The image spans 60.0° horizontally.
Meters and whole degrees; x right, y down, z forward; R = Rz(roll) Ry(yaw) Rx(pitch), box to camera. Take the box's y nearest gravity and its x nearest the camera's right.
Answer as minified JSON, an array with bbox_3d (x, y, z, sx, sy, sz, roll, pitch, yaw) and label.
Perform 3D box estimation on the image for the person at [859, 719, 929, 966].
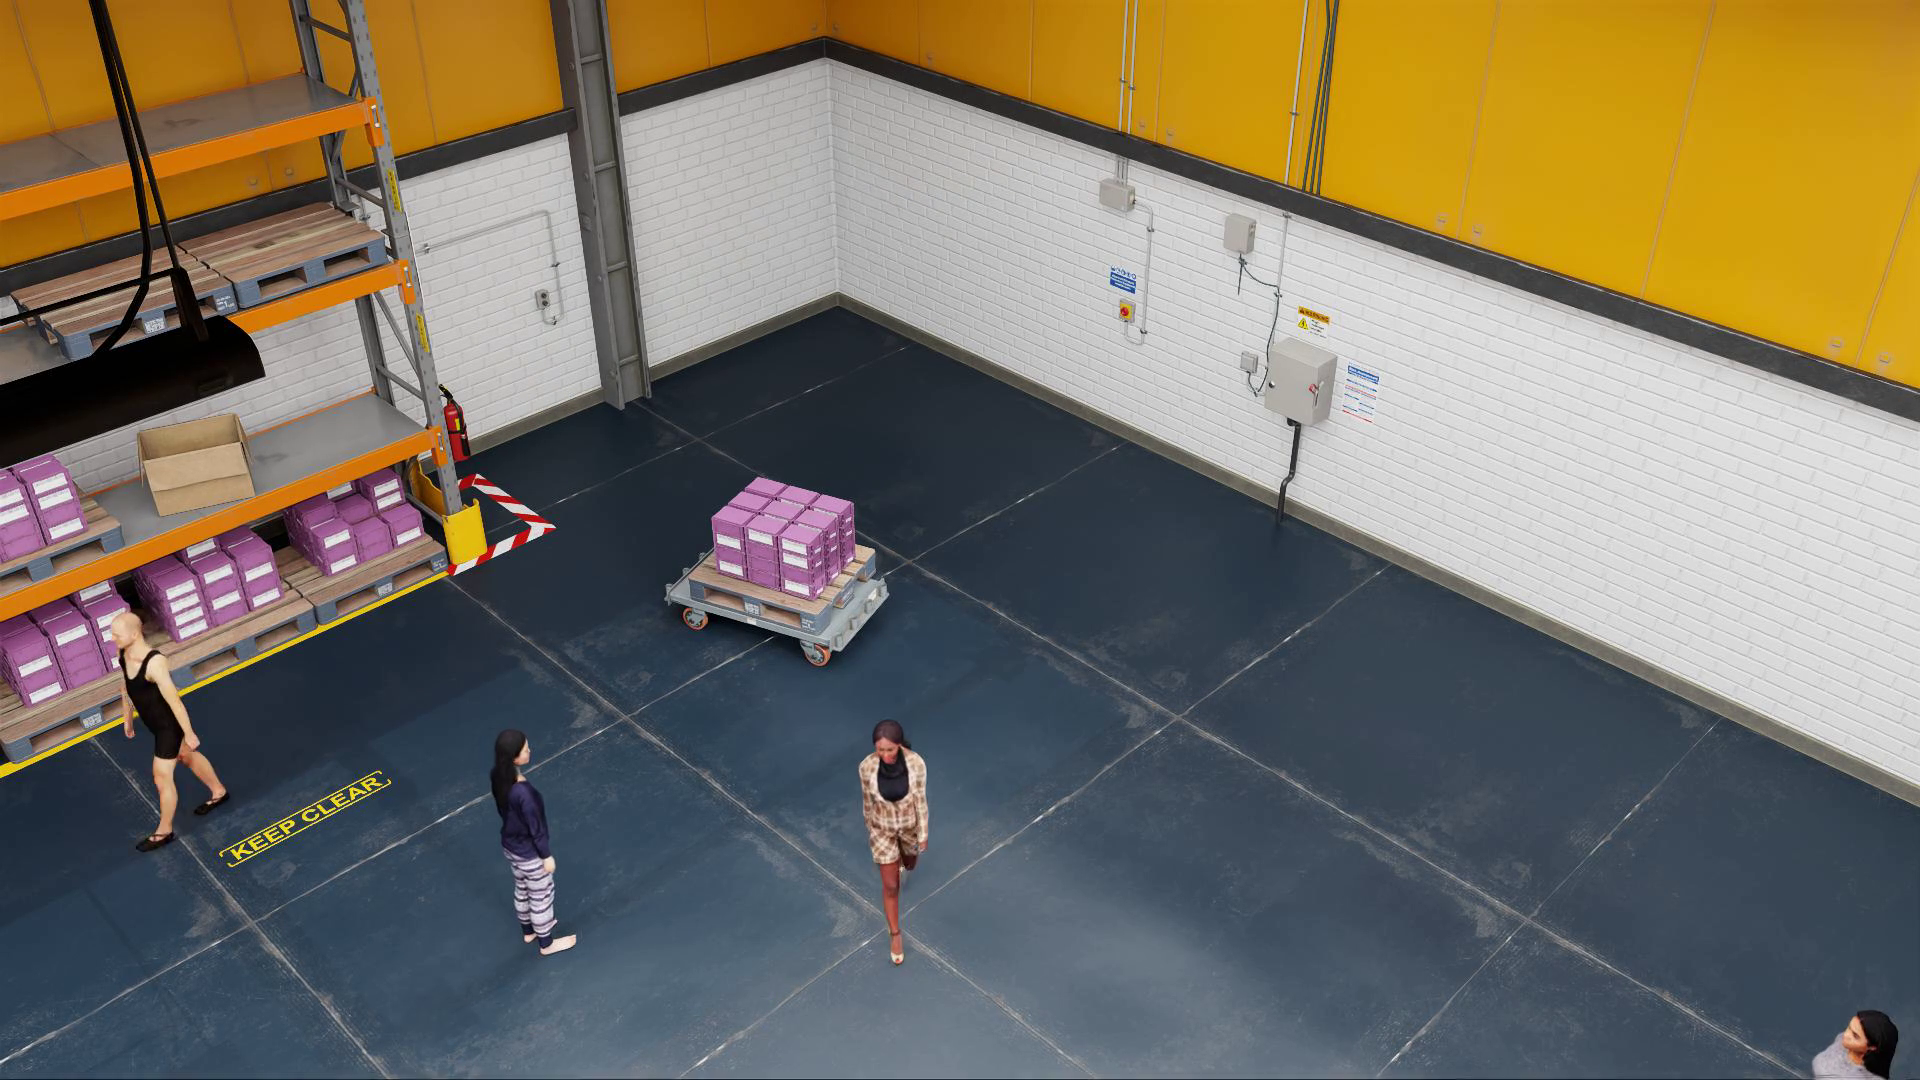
[{"bbox_3d":[-0.396,1.795,10.537,1.077,1.756,1.068,-3,34,-5],"label":"person"}]

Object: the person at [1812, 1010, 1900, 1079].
[{"bbox_3d":[4.567,3.089,8.602,1.137,1.742,1.056,-1,34,-1],"label":"person"}]

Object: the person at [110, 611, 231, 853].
[{"bbox_3d":[-5.367,1.207,11.394,0.764,1.787,0.998,23,40,31],"label":"person"}]

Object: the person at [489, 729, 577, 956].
[{"bbox_3d":[-2.722,1.897,10.405,0.505,1.732,0.605,-27,42,-35],"label":"person"}]
